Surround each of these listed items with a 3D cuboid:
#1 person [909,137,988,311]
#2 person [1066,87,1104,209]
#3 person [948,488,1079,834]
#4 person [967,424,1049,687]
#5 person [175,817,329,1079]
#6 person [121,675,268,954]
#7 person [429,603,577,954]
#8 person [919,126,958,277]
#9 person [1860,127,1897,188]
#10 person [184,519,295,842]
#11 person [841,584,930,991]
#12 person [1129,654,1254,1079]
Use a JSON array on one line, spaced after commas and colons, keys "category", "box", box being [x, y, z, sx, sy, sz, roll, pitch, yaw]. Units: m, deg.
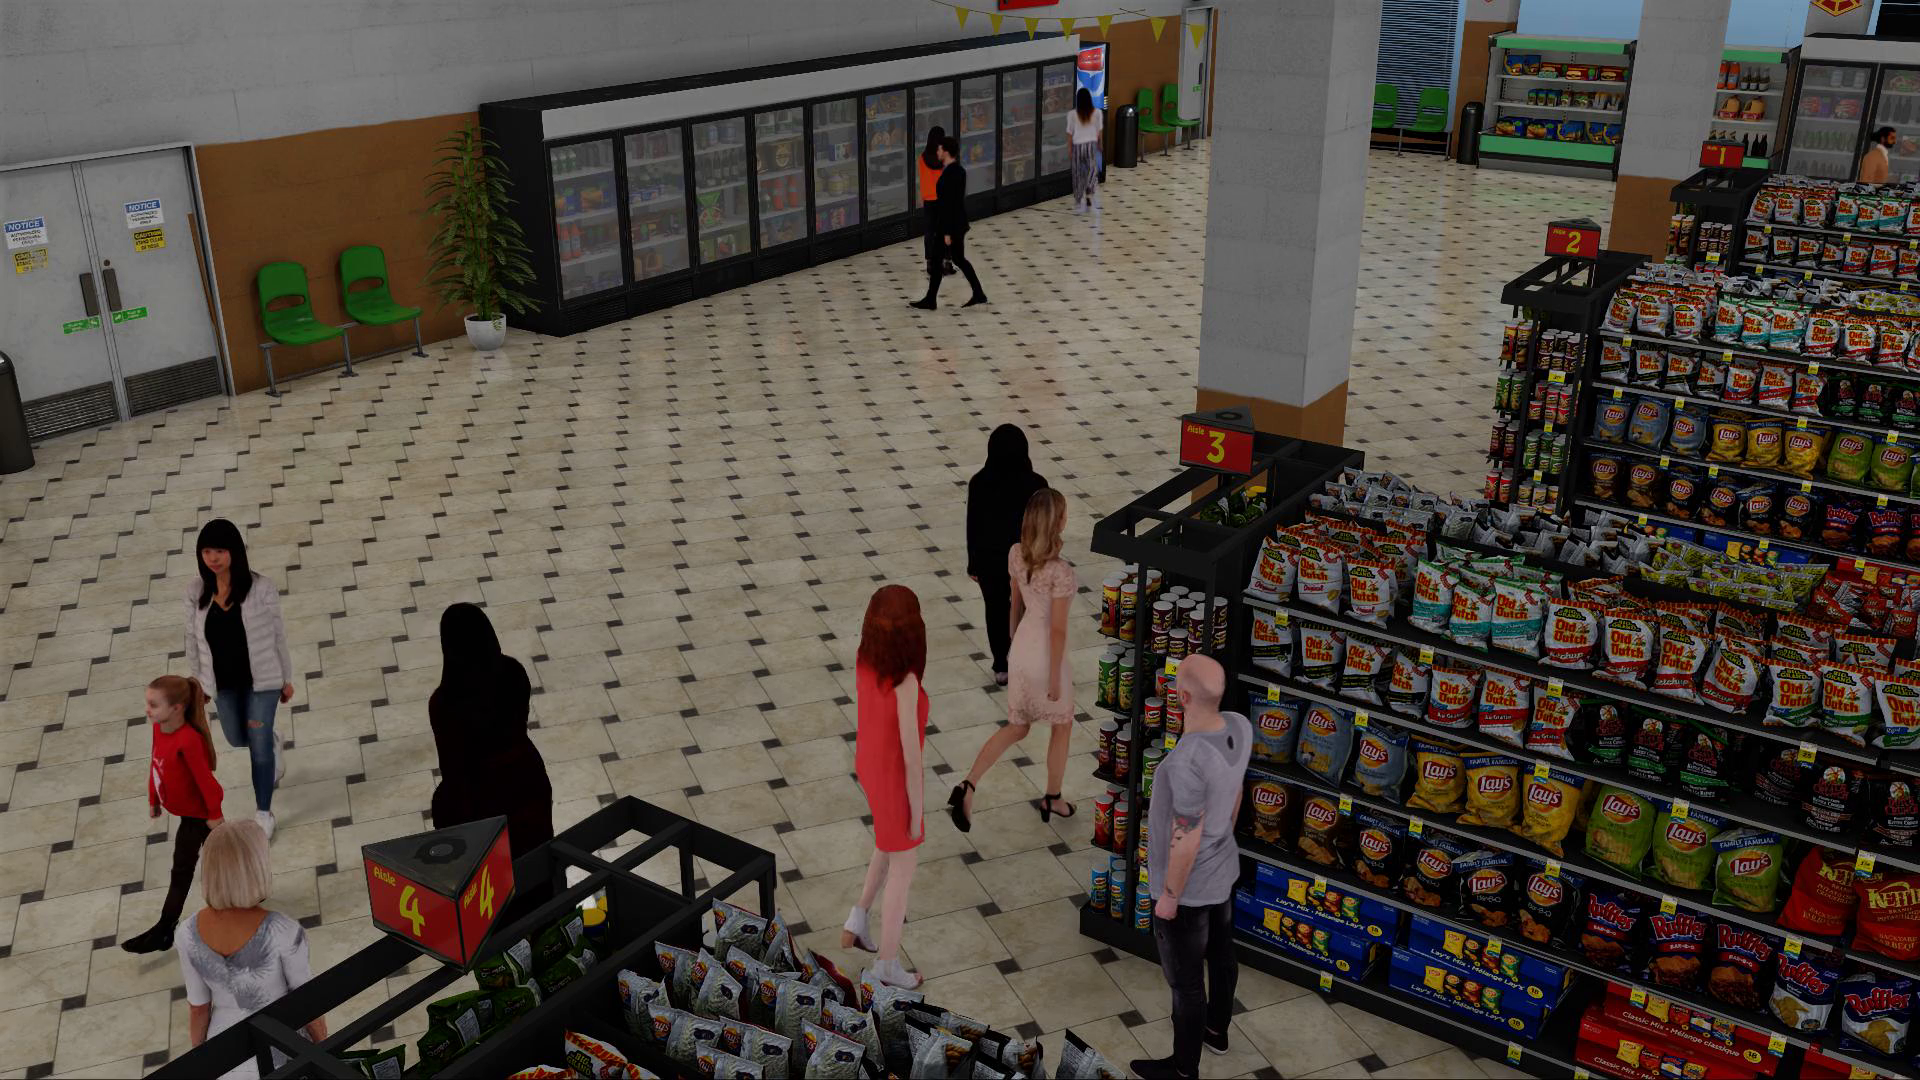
[{"category": "person", "box": [-0.026, -3.387, 17.945, 1.155, 1.864, 0.868, 8, 23, 19]}, {"category": "person", "box": [1.789, -5.558, 23.628, 1.064, 1.655, 1.003, 3, 22, 7]}, {"category": "person", "box": [0.297, 0.648, 7.984, 0.811, 1.803, 1.036, -18, 28, -38]}, {"category": "person", "box": [0.267, 0.153, 9.490, 0.930, 1.601, 0.947, 1, 22, 1]}, {"category": "person", "box": [-2.264, 1.759, 5.354, 1.105, 1.705, 1.003, 1, 22, 3]}, {"category": "person", "box": [-3.360, 1.175, 7.417, 0.850, 1.249, 0.631, 18, 28, 38]}, {"category": "person", "box": [-1.865, 1.113, 6.943, 1.075, 1.718, 0.696, 16, 27, 34]}, {"category": "person", "box": [-0.254, -4.000, 19.627, 0.602, 1.749, 0.745, 6, 23, 15]}, {"category": "person", "box": [10.612, -3.981, 19.589, 0.665, 1.742, 0.694, 19, 28, 38]}, {"category": "person", "box": [-3.524, 0.649, 8.230, 1.009, 1.619, 1.040, -2, 22, -6]}, {"category": "person", "box": [-0.367, 1.061, 6.953, 0.796, 1.807, 0.727, -11, 24, -26]}, {"category": "person", "box": [0.904, 1.270, 6.393, 0.557, 1.837, 0.659, 14, 26, 32]}]
